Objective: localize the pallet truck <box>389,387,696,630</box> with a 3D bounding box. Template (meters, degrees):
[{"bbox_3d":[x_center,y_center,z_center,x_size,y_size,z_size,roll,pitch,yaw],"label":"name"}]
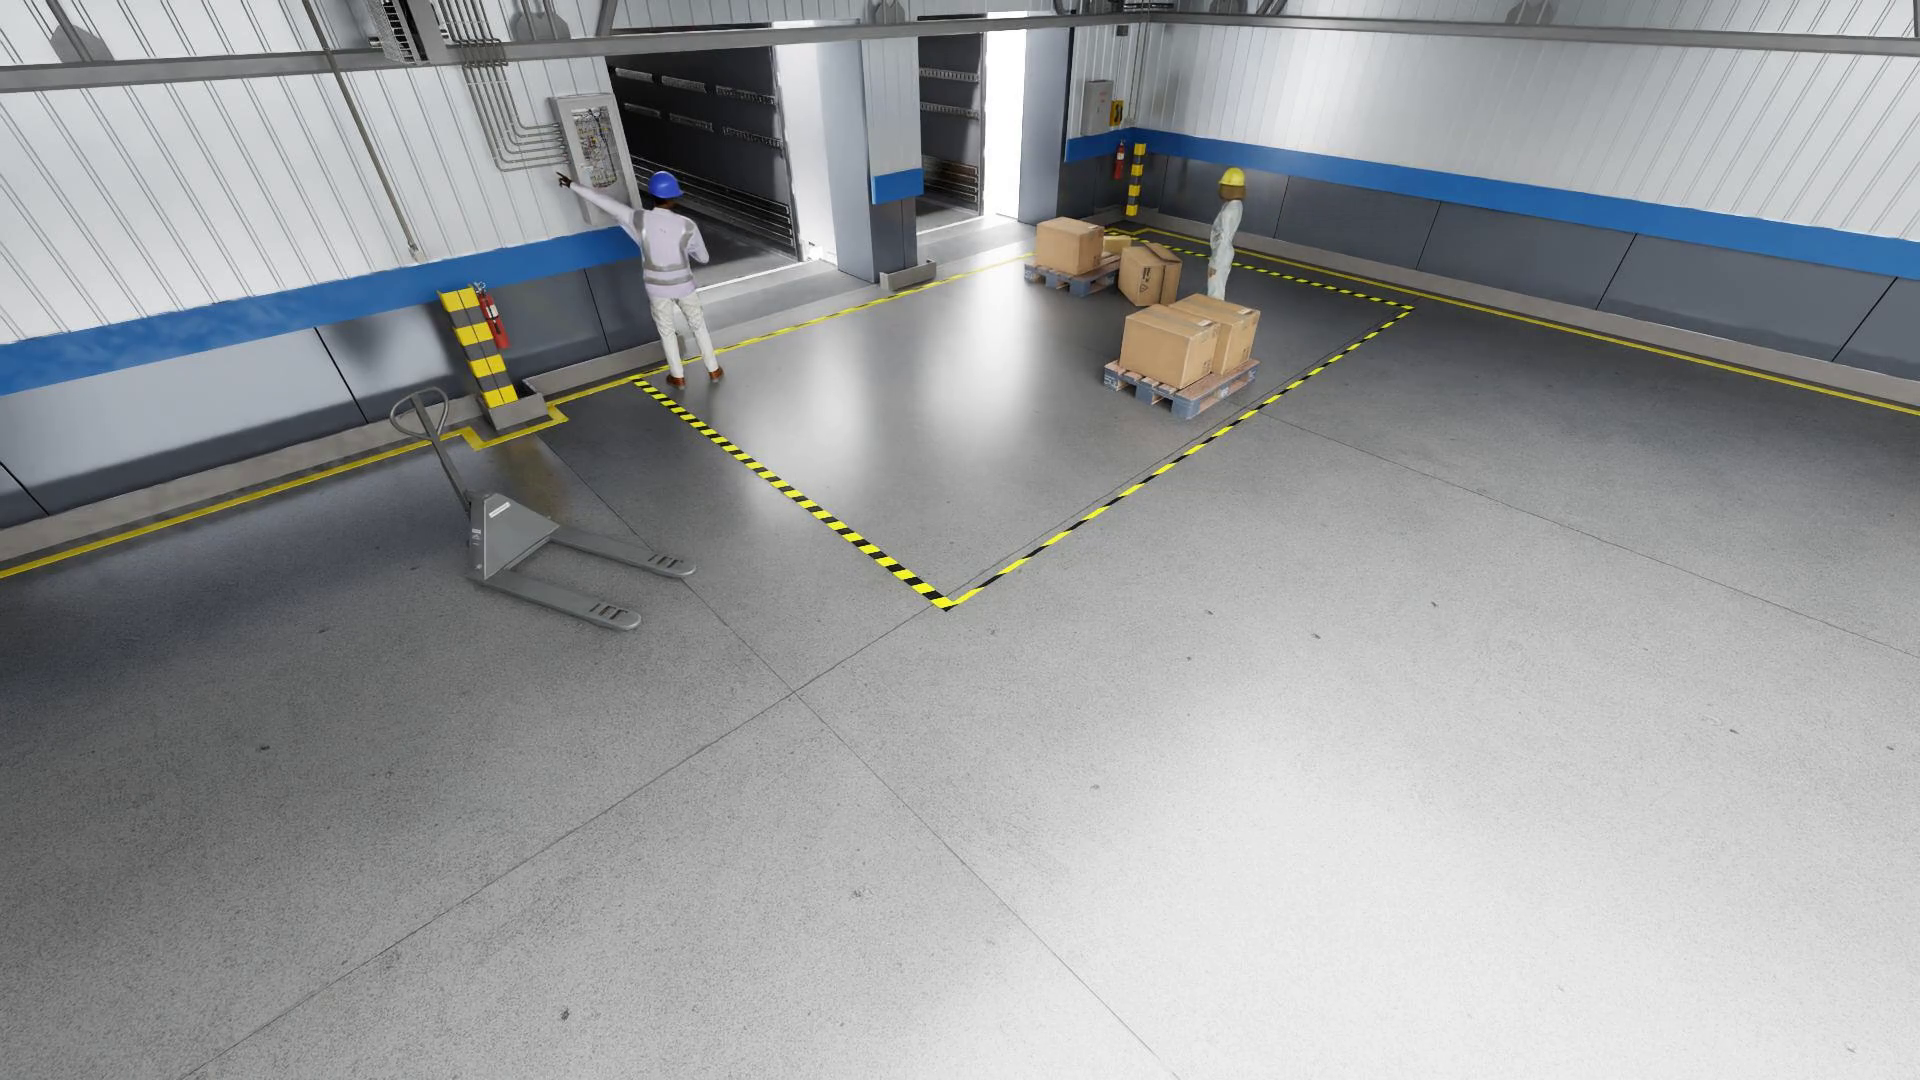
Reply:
[{"bbox_3d":[-2.613,-0.247,4.593,1.601,1.201,0.680,14,40,17],"label":"pallet truck"}]

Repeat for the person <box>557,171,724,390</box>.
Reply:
[{"bbox_3d":[-2.848,-2.374,6.802,1.077,1.908,0.683,-15,40,-18],"label":"person"}]

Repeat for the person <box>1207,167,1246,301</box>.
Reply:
[{"bbox_3d":[2.682,-2.919,7.637,0.318,1.742,0.492,17,41,21],"label":"person"}]
